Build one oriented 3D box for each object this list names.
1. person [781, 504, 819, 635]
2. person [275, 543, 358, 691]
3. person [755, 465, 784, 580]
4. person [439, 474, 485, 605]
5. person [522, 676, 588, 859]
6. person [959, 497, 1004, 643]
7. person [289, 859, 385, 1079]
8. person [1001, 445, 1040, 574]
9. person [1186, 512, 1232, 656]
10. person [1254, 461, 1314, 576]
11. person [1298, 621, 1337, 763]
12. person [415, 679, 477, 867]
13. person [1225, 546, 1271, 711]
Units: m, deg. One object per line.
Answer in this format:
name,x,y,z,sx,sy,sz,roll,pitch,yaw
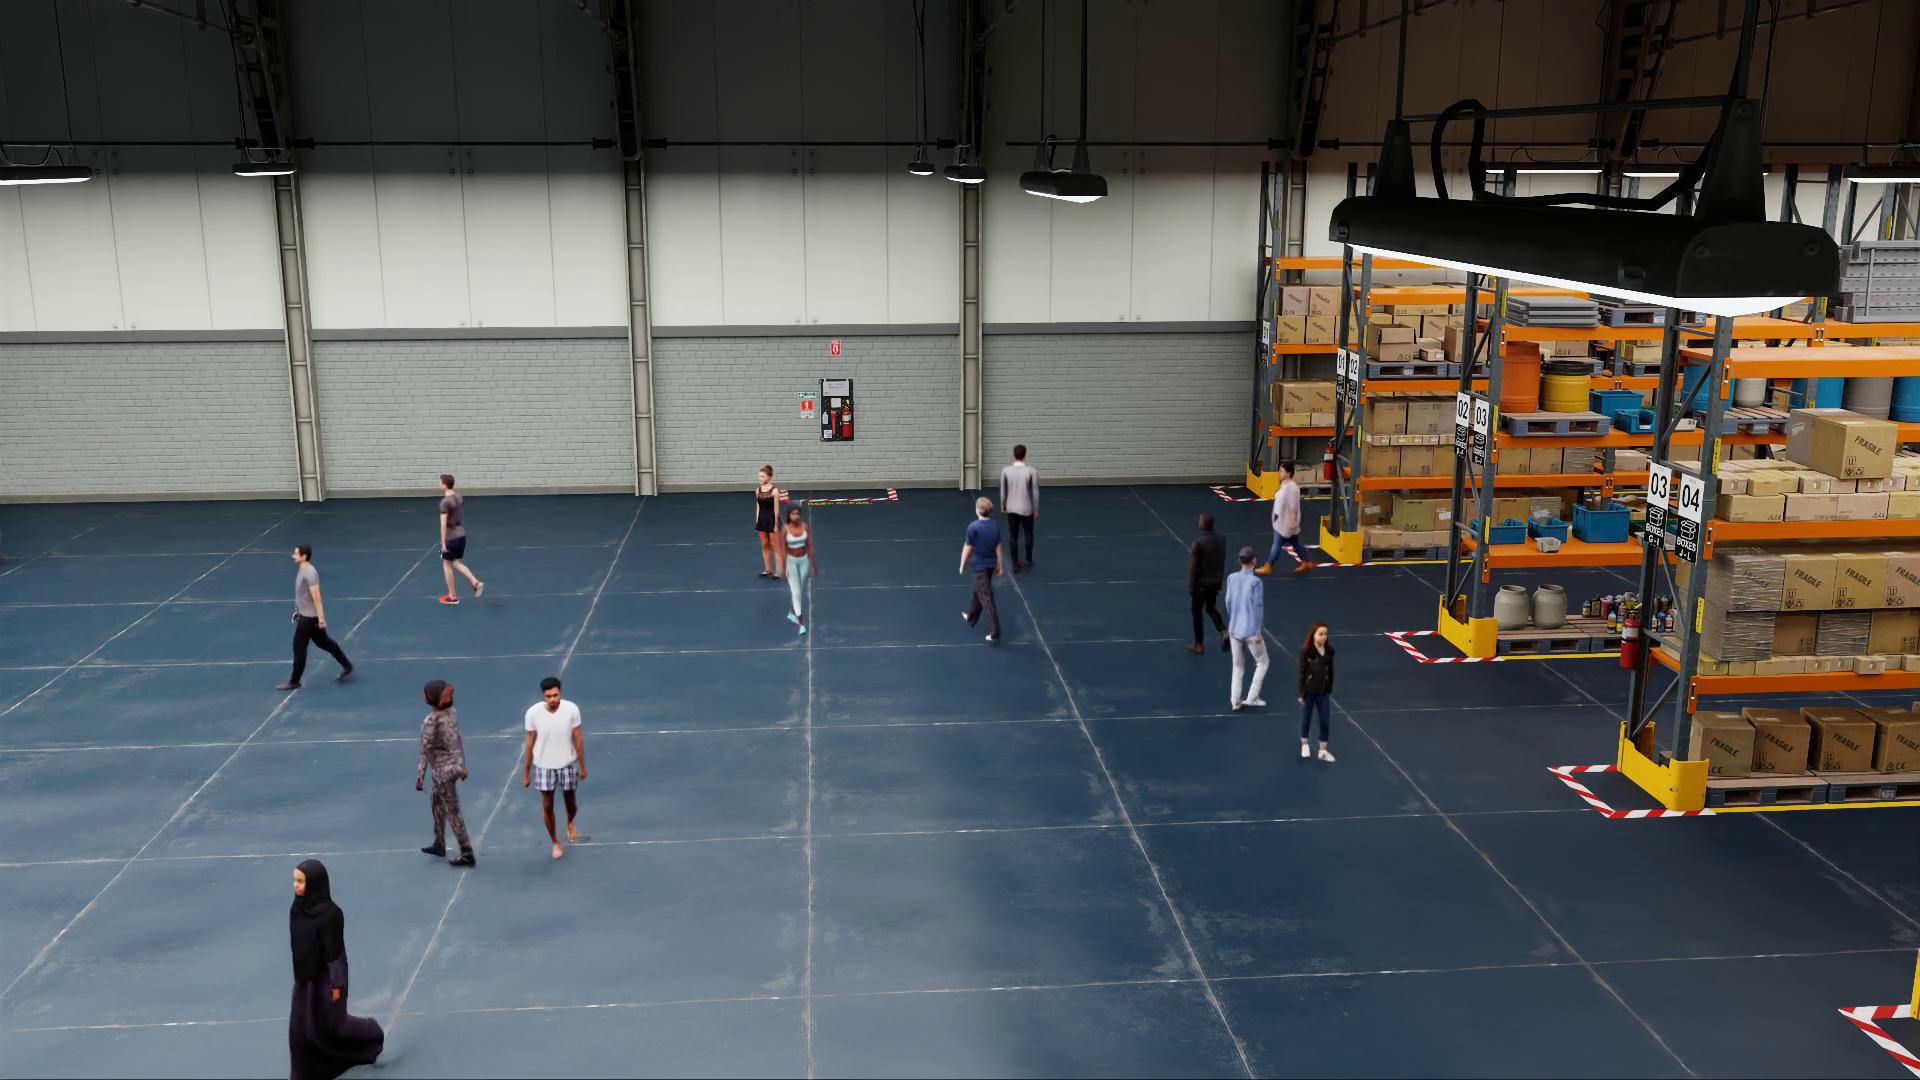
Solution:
person,-2.146,0.356,21.794,1.131,1.680,0.873,-5,14,-21
person,-7.500,0.875,19.442,1.236,1.730,0.915,-7,15,-27
person,-2.810,-0.268,24.492,0.672,1.679,0.748,8,15,32
person,-6.932,0.003,22.978,0.997,1.835,0.851,4,14,16
person,-3.583,1.981,14.752,0.773,1.691,0.831,-3,13,-12
person,0.353,0.419,21.234,1.262,1.810,1.162,-9,16,-35
person,-4.197,2.875,11.083,0.942,1.604,0.948,8,15,30
person,0.871,-0.446,24.760,0.970,1.906,0.984,3,13,12
person,3.109,0.561,20.594,1.011,1.823,1.009,-8,15,-31
person,4.916,-0.289,24.542,1.119,1.697,0.713,0,13,-2
person,3.628,1.534,17.182,0.662,1.465,0.672,-2,13,-9
person,-4.393,2.046,14.464,0.914,1.694,0.777,4,14,16
person,3.141,1.011,18.532,0.871,1.875,0.825,-12,18,-42
